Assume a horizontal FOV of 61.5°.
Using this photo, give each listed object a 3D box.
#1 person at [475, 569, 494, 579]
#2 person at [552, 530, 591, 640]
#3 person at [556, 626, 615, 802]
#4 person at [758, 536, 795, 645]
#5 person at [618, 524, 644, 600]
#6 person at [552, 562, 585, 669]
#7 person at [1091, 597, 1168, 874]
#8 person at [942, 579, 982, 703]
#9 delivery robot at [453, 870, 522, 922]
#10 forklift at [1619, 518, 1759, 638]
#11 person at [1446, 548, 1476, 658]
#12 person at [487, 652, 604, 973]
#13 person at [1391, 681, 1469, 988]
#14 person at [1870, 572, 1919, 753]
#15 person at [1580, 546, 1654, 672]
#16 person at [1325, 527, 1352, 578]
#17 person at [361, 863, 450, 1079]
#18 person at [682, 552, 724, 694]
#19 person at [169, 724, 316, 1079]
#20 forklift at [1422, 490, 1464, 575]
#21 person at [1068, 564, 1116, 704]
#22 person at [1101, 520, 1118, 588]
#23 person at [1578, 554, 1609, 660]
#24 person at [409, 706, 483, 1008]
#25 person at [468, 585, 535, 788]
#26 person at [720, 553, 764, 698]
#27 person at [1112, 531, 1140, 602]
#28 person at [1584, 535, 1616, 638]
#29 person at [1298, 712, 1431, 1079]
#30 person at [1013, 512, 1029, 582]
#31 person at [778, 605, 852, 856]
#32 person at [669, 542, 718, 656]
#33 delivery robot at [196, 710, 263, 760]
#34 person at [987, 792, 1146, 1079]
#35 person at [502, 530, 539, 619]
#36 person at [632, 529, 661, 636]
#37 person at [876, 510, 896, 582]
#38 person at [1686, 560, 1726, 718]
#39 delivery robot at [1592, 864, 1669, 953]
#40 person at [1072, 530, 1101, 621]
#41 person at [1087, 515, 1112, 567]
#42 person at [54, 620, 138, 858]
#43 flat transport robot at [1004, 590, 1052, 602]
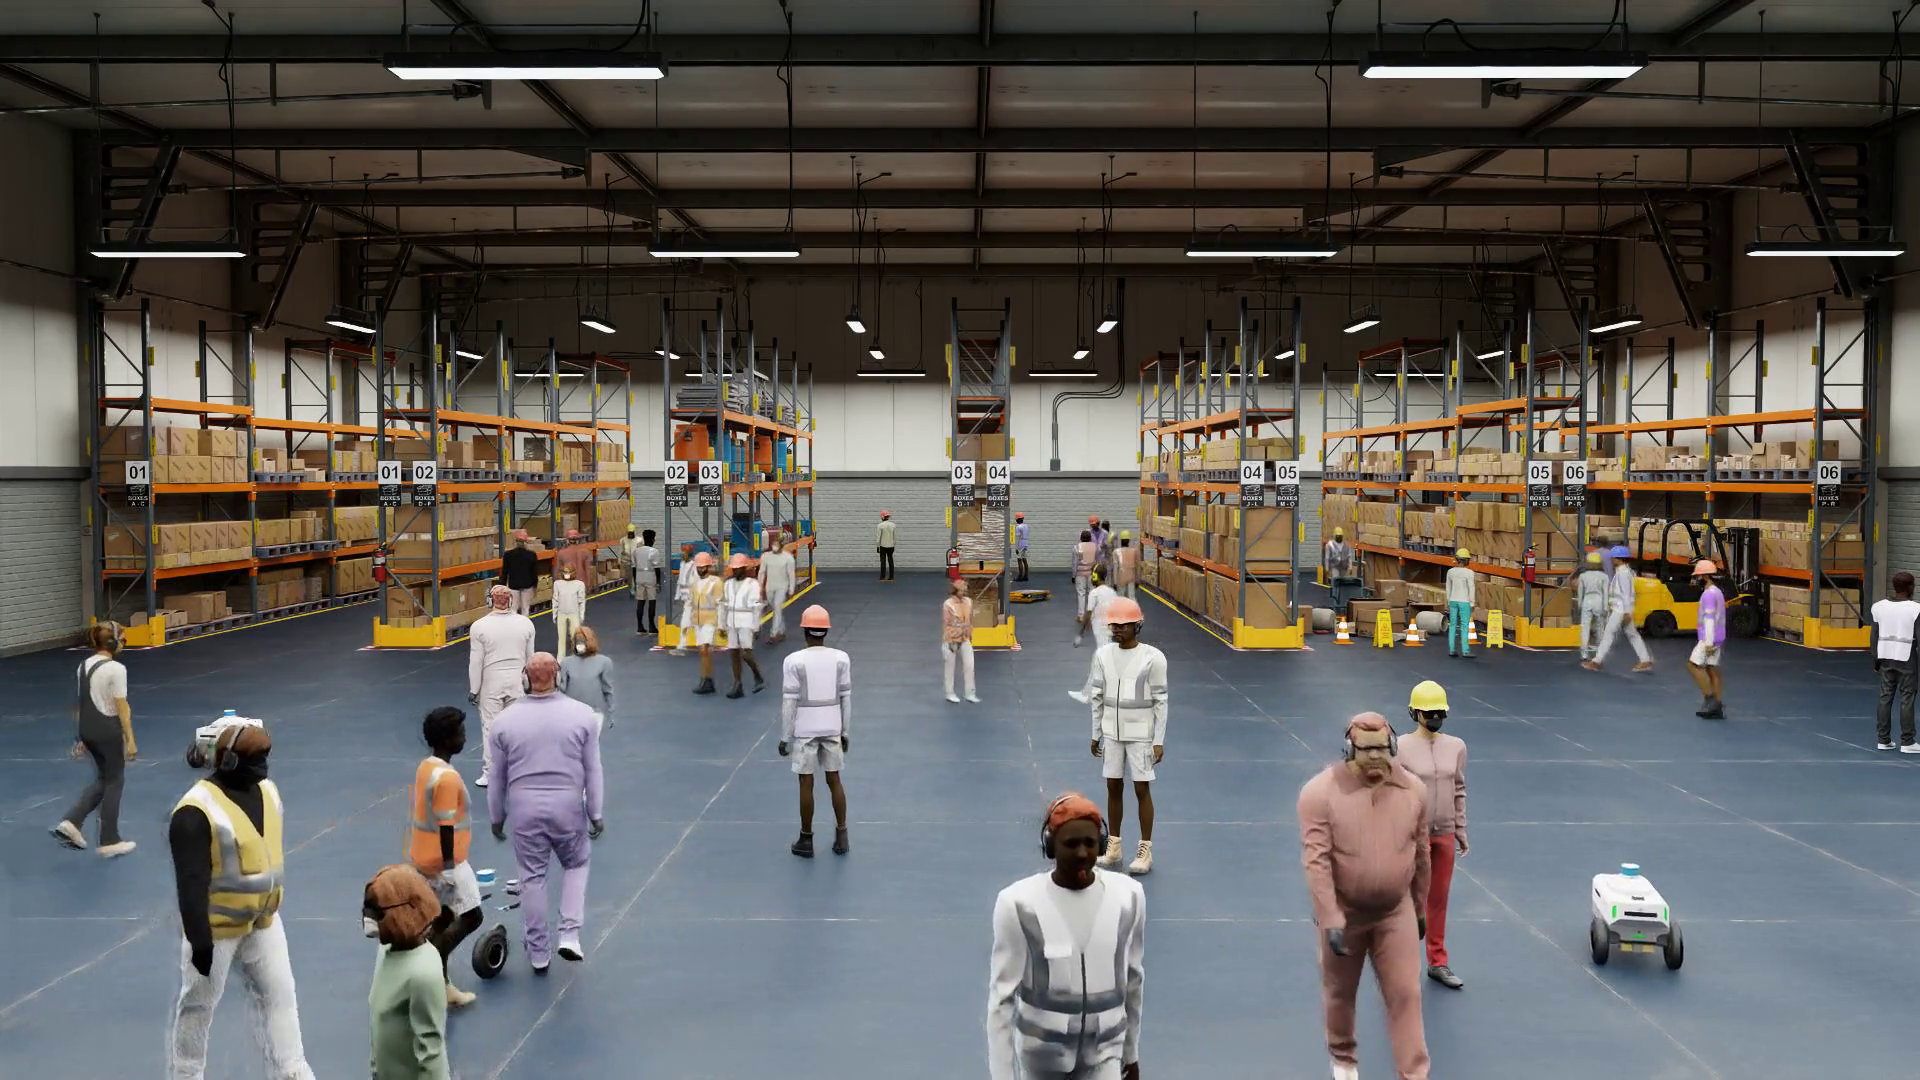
[{"bbox_3d":[-10.924,0.552,36.895,0.563,1.847,0.390,0,2,3],"label":"person"},{"bbox_3d":[-7.016,0.805,29.134,0.646,1.946,0.868,-1,3,-26],"label":"person"},{"bbox_3d":[-3.388,1.567,14.573,0.519,1.586,0.872,0,2,7],"label":"person"},{"bbox_3d":[-3.218,0.874,28.458,0.624,1.893,1.043,1,2,18],"label":"person"},{"bbox_3d":[-7.884,0.506,38.734,0.592,1.806,0.880,0,2,-3],"label":"person"},{"bbox_3d":[-5.921,1.152,24.422,0.498,1.633,0.279,0,2,0],"label":"person"},{"bbox_3d":[1.233,1.444,12.010,0.615,2.040,0.391,2,3,35],"label":"person"},{"bbox_3d":[0.020,1.305,20.756,0.527,1.602,0.694,-2,3,-38],"label":"person"},{"bbox_3d":[-2.865,2.114,9.750,0.335,0.223,0.698,1,2,22],"label":"delivery robot"},{"bbox_3d":[13.417,0.684,29.791,2.313,2.155,1.214,0,2,0],"label":"forklift"},{"bbox_3d":[8.123,1.019,26.175,0.329,1.765,0.526,-2,3,-35],"label":"person"},{"bbox_3d":[-2.463,1.609,9.591,0.680,1.893,0.419,0,2,-9],"label":"person"},{"bbox_3d":[2.687,1.689,9.288,0.528,1.768,0.313,-1,2,-16],"label":"person"},{"bbox_3d":[10.033,1.298,17.253,0.372,1.915,0.596,-1,3,-29],"label":"person"},{"bbox_3d":[9.883,1.034,24.175,1.030,1.895,0.631,1,2,23],"label":"person"},{"bbox_3d":[8.522,0.595,36.384,0.599,1.803,0.834,0,2,-5],"label":"person"},{"bbox_3d":[-1.895,1.913,5.526,0.368,1.623,0.501,-1,3,-32],"label":"person"},{"bbox_3d":[-3.509,1.120,21.691,0.564,1.916,0.716,2,3,35],"label":"person"},{"bbox_3d":[-3.220,1.747,7.343,0.886,1.798,0.663,1,2,17],"label":"person"},{"bbox_3d":[13.926,-0.371,47.846,1.873,2.768,1.129,0,2,0],"label":"forklift"},{"bbox_3d":[1.748,1.222,20.464,0.957,1.814,0.522,2,3,35],"label":"person"},{"bbox_3d":[3.636,0.418,40.694,0.663,1.806,0.867,0,2,11],"label":"person"},{"bbox_3d":[10.154,1.062,25.884,0.503,1.691,0.897,2,3,37],"label":"person"},{"bbox_3d":[-2.824,1.744,8.829,0.383,1.681,0.545,-1,3,-33],"label":"person"},{"bbox_3d":[-4.364,1.379,15.331,0.651,1.907,0.409,-2,3,-39],"label":"person"},{"bbox_3d":[-2.906,1.127,21.450,0.556,1.922,0.451,1,3,30],"label":"person"},{"bbox_3d":[3.229,0.766,31.258,0.613,1.879,0.988,-1,2,-16],"label":"person"},{"bbox_3d":[11.631,0.850,29.316,0.685,1.871,1.056,0,2,-10],"label":"person"},{"bbox_3d":[1.888,1.719,7.363,0.647,1.854,1.003,0,2,-3],"label":"person"},{"bbox_3d":[1.691,0.190,45.047,0.389,1.929,0.545,2,3,35],"label":"person"},{"bbox_3d":[-1.127,1.478,12.544,0.588,1.937,0.448,-1,2,-24],"label":"person"},{"bbox_3d":[-4.391,0.957,26.549,0.848,1.861,0.628,-1,3,-32],"label":"person"},{"bbox_3d":[-7.444,1.975,16.464,0.477,0.478,0.707,0,2,11],"label":"delivery robot"},{"bbox_3d":[0.371,1.798,5.709,0.593,1.839,0.980,0,2,-11],"label":"person"},{"bbox_3d":[-7.828,0.809,28.755,0.630,1.978,0.421,-1,2,-16],"label":"person"},{"bbox_3d":[-5.792,0.780,29.871,0.657,1.958,0.425,1,3,26],"label":"person"},{"bbox_3d":[-2.066,0.165,44.918,0.615,1.987,0.407,-2,3,-37],"label":"person"},{"bbox_3d":[9.065,1.203,19.581,0.442,1.918,0.588,2,3,34],"label":"person"},{"bbox_3d":[4.110,2.235,9.908,0.477,0.478,0.707,0,2,13],"label":"delivery robot"},{"bbox_3d":[2.546,0.722,32.680,0.633,1.841,0.429,-1,2,-17],"label":"person"},{"bbox_3d":[3.265,0.410,38.402,0.642,2.013,0.447,0,2,-7],"label":"person"},{"bbox_3d":[-6.624,1.536,12.450,0.515,1.829,0.470,1,3,33],"label":"person"},{"bbox_3d":[1.598,1.304,38.028,0.652,0.197,1.431,1,3,27],"label":"flat transport robot"}]
